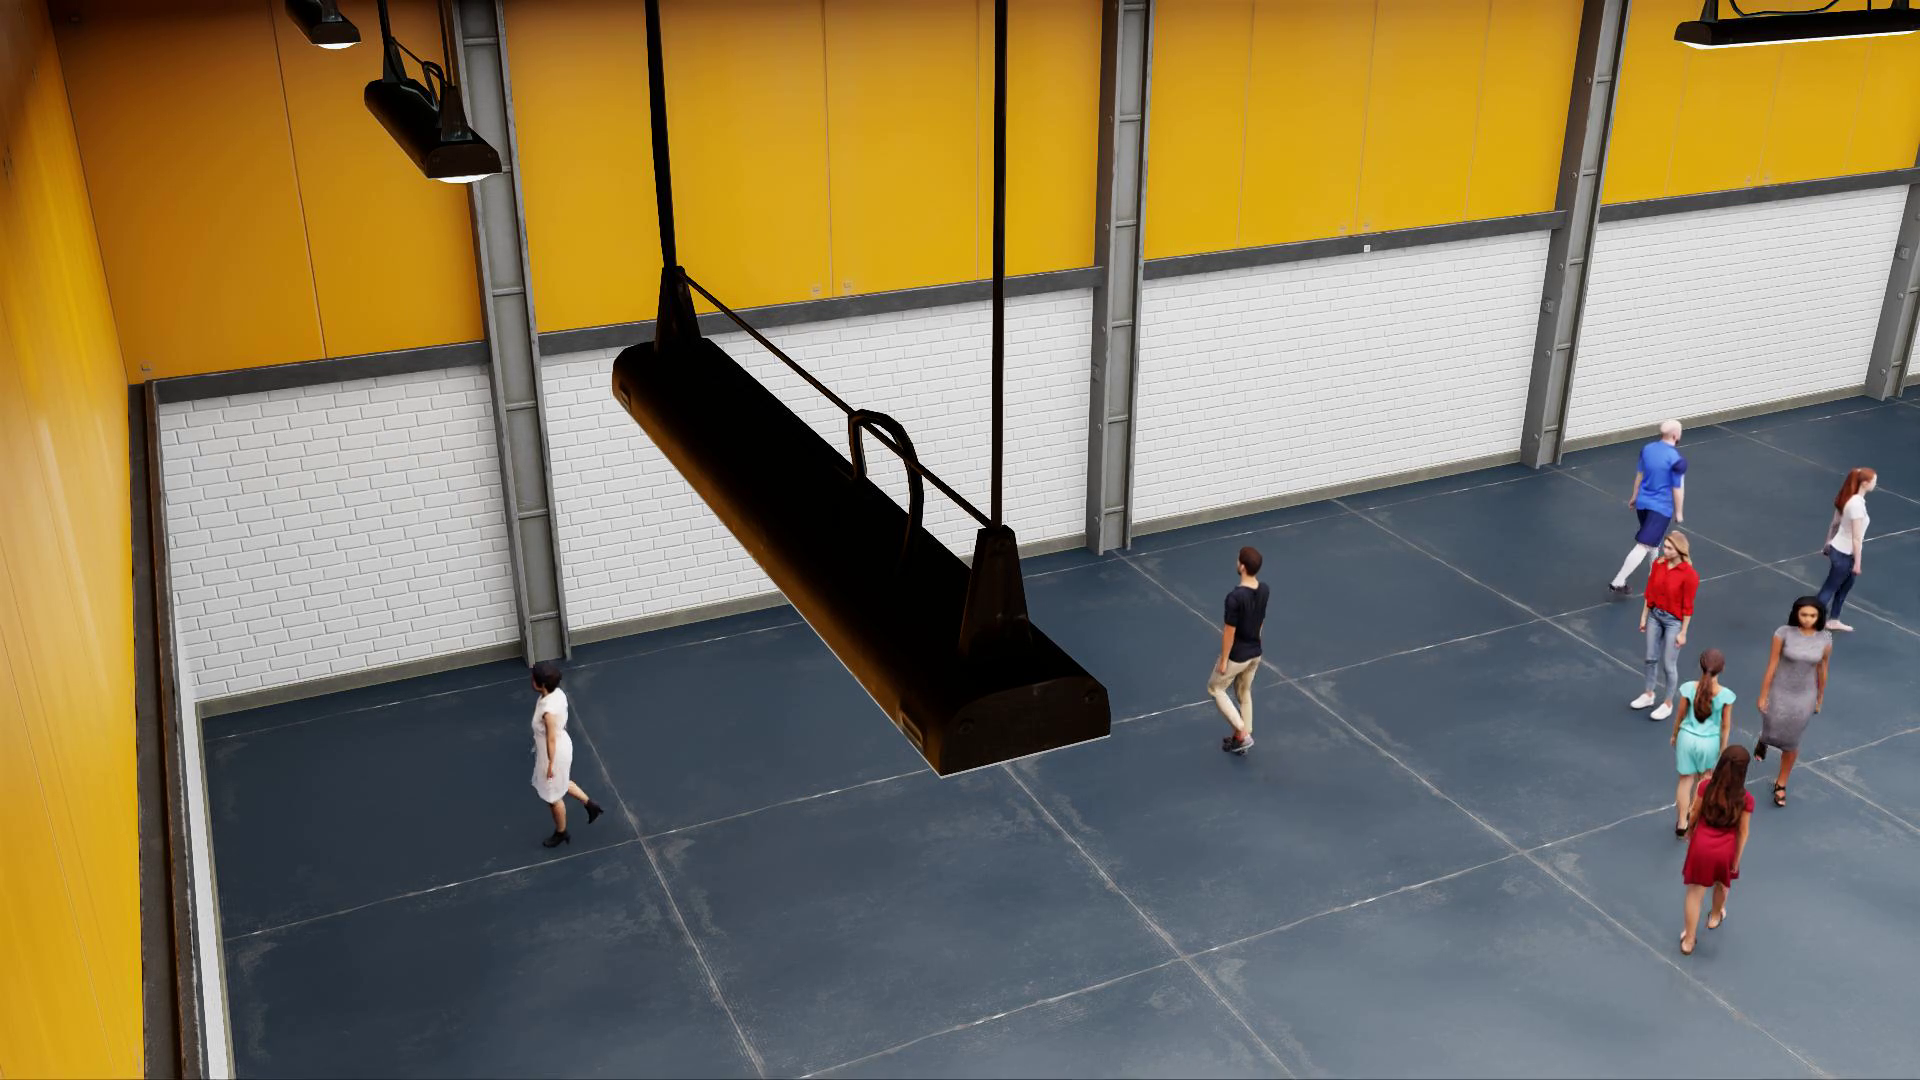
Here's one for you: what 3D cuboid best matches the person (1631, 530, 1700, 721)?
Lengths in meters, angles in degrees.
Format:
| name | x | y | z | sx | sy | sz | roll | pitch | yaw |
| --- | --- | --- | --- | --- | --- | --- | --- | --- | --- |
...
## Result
| name | x | y | z | sx | sy | sz | roll | pitch | yaw |
| --- | --- | --- | --- | --- | --- | --- | --- | --- | --- |
| person | 6.062 | 0.713 | 14.243 | 0.561 | 1.698 | 0.649 | -15 | 28 | -30 |

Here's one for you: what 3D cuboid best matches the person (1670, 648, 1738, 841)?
| name | x | y | z | sx | sy | sz | roll | pitch | yaw |
| --- | --- | --- | --- | --- | --- | --- | --- | --- | --- |
| person | 5.544 | 1.556 | 12.500 | 0.733 | 1.549 | 0.800 | 12 | 26 | 25 |

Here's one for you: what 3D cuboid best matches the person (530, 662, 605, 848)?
| name | x | y | z | sx | sy | sz | roll | pitch | yaw |
| --- | --- | --- | --- | --- | --- | --- | --- | --- | --- |
| person | -2.946 | 1.601 | 12.404 | 0.822 | 1.544 | 0.683 | -3 | 24 | -7 |

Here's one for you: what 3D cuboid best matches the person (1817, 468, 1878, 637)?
| name | x | y | z | sx | sy | sz | roll | pitch | yaw |
| --- | --- | --- | --- | --- | --- | --- | --- | --- | --- |
| person | 8.150 | 0.127 | 15.552 | 0.861 | 1.723 | 0.791 | 4 | 24 | 9 |

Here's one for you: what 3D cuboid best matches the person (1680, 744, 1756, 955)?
| name | x | y | z | sx | sy | sz | roll | pitch | yaw |
| --- | --- | --- | --- | --- | --- | --- | --- | --- | --- |
| person | 5.078 | 2.118 | 11.238 | 0.815 | 1.530 | 0.924 | 12 | 26 | 25 |

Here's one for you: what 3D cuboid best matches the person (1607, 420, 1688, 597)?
| name | x | y | z | sx | sy | sz | roll | pitch | yaw |
| --- | --- | --- | --- | --- | --- | --- | --- | --- | --- |
| person | 6.784 | -0.284 | 16.394 | 1.174 | 1.802 | 0.690 | -10 | 25 | -21 |

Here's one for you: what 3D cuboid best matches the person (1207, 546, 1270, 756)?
| name | x | y | z | sx | sy | sz | roll | pitch | yaw |
| --- | --- | --- | --- | --- | --- | --- | --- | --- | --- |
| person | 2.341 | 0.958 | 13.504 | 0.691 | 1.841 | 0.799 | -18 | 30 | -36 |

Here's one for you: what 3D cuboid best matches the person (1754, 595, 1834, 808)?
| name | x | y | z | sx | sy | sz | roll | pitch | yaw |
| --- | --- | --- | --- | --- | --- | --- | --- | --- | --- |
| person | 6.460 | 1.208 | 13.019 | 0.880 | 1.771 | 0.929 | 4 | 24 | 10 |
